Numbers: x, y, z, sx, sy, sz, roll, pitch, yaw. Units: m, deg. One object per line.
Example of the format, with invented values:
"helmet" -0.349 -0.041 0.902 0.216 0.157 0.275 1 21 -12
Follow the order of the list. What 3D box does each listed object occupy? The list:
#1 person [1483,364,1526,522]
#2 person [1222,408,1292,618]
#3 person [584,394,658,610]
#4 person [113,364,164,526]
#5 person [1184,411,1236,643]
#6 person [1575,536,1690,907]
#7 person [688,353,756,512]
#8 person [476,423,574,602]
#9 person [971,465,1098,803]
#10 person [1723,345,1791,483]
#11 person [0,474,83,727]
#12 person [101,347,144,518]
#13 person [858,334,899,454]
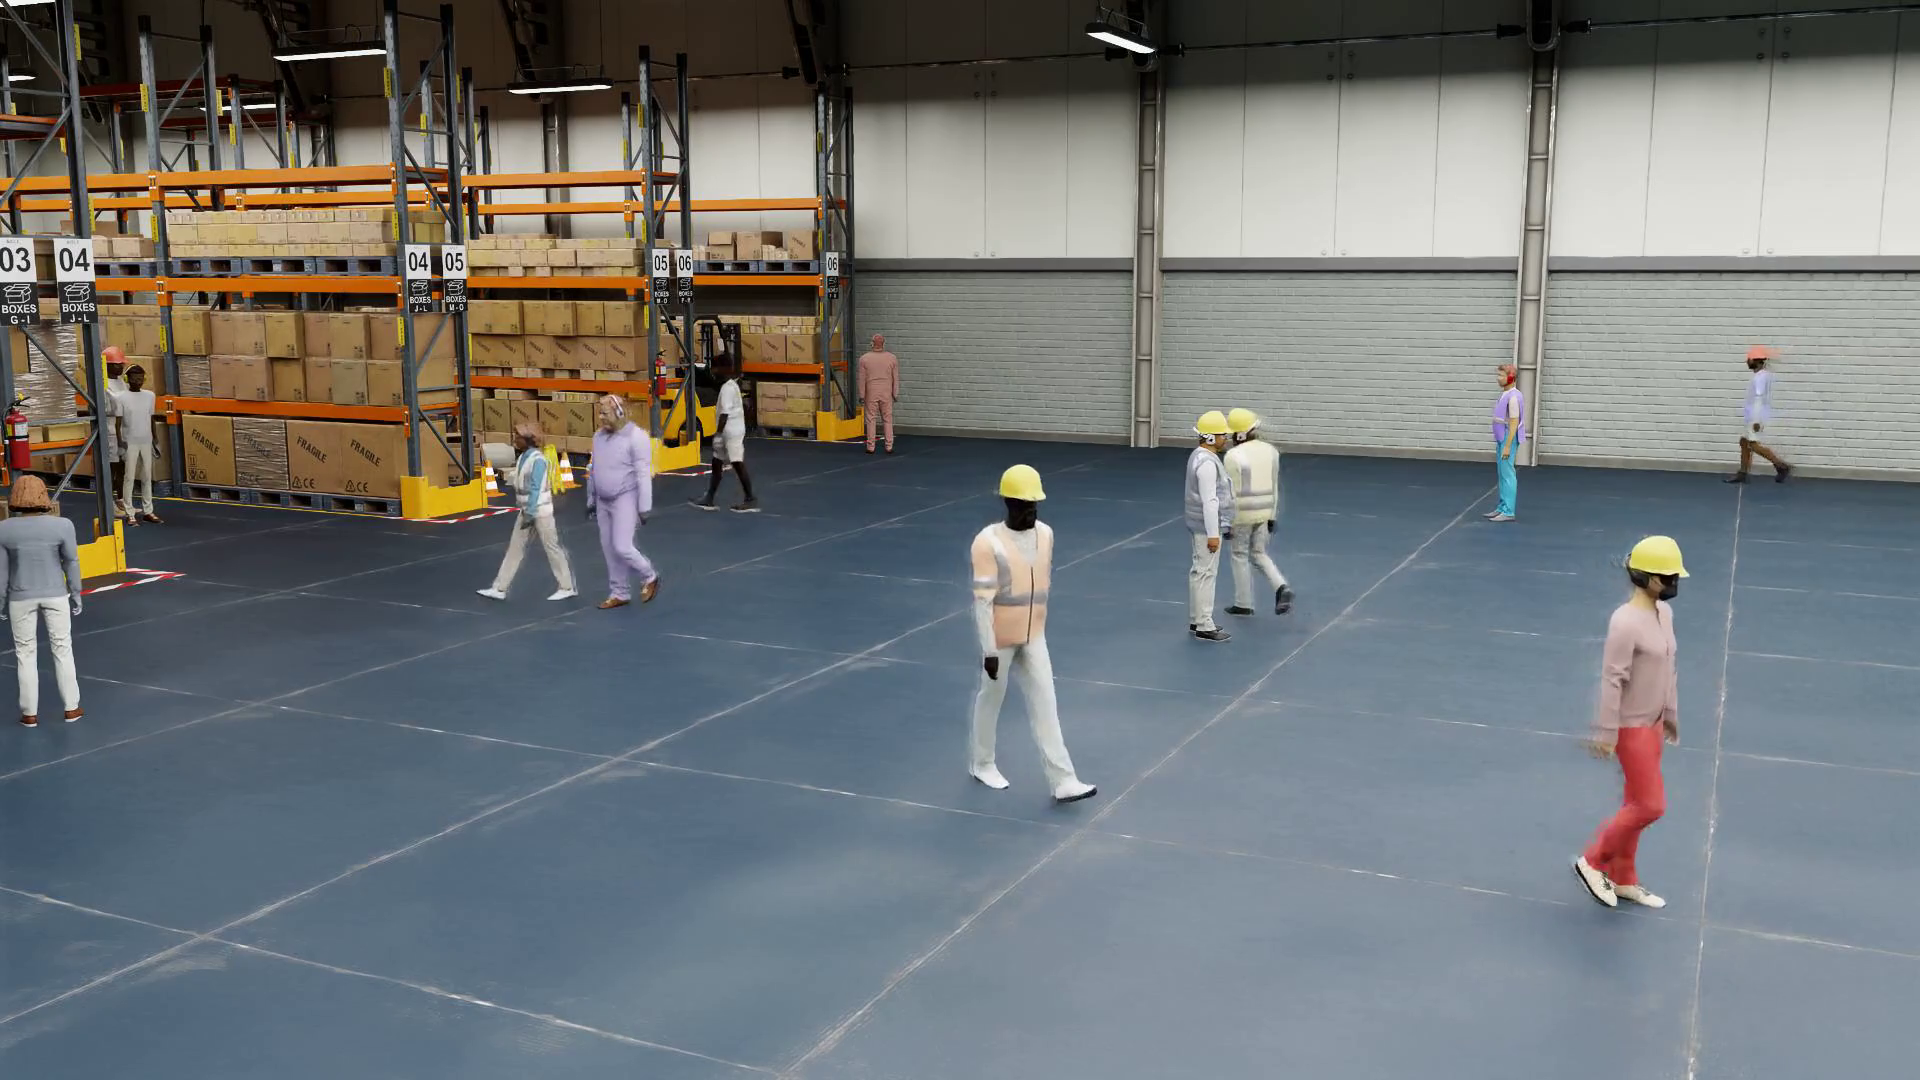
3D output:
"person" 6.401 -1.134 19.450 0.389 1.849 0.566 1 9 8
"person" 2.464 -0.201 13.895 0.592 1.799 0.593 -6 11 -34
"person" -2.955 -0.327 14.427 0.645 1.880 0.460 7 12 36
"person" -9.468 -1.098 19.191 0.335 1.865 0.520 6 11 34
"person" 1.988 -0.110 13.224 0.403 1.833 0.591 0 9 0
"person" 3.139 0.846 7.617 0.360 1.758 0.528 8 12 41
"person" -2.913 -1.283 20.114 0.930 1.924 0.629 -2 9 -9
"person" -3.818 -0.223 14.646 0.855 1.595 0.516 -7 12 -37
"person" 0.356 0.527 9.171 0.608 1.872 0.982 -7 12 -37
"person" 10.927 -1.693 22.687 0.757 1.918 0.549 4 10 25
"person" -5.960 0.391 10.758 0.507 1.632 0.272 -5 11 -29
"person" -9.990 -1.272 19.738 0.403 2.038 0.604 1 9 5
"person" -1.307 -2.330 26.611 0.654 1.905 0.408 -2 9 -10
